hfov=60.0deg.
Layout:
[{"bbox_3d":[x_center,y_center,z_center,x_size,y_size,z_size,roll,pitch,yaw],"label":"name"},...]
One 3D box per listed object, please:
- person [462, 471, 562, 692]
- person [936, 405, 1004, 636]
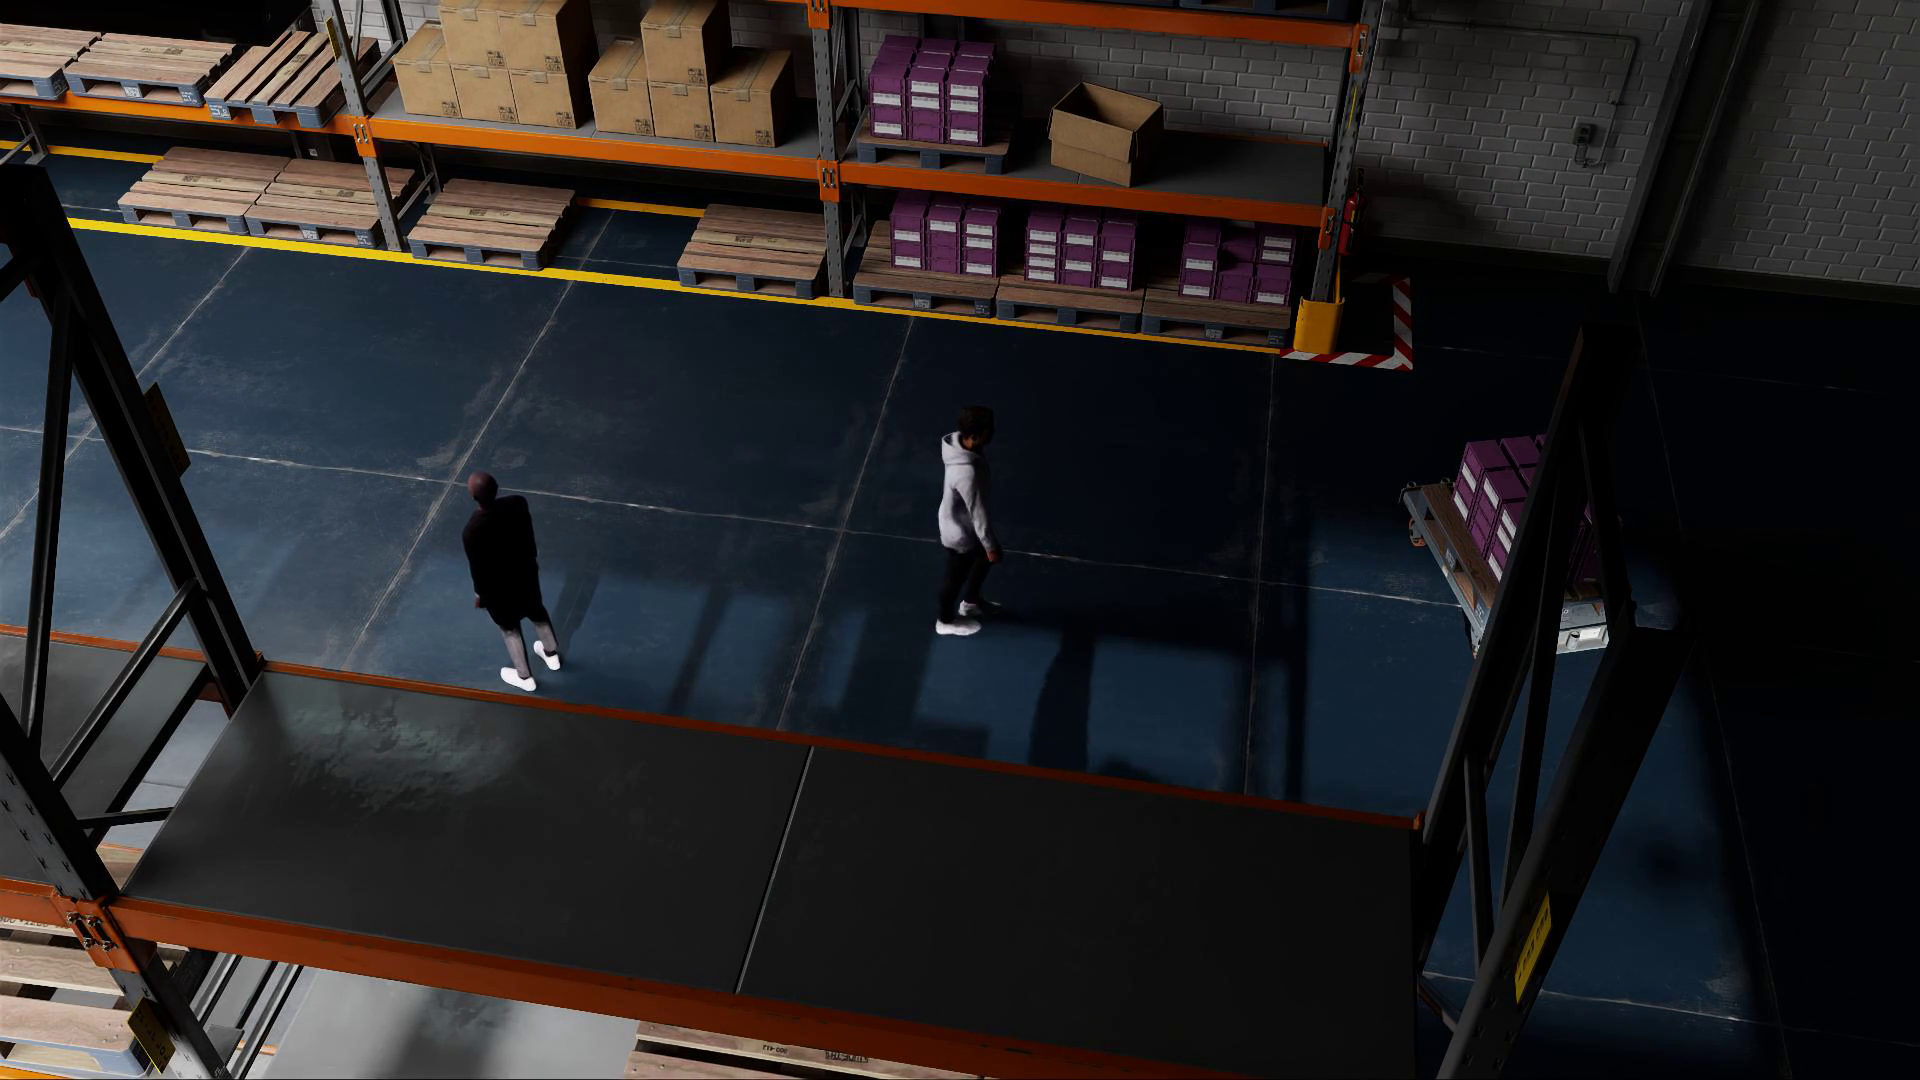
[{"bbox_3d":[-2.833,0.248,10.466,0.727,1.761,0.729,29,51,27],"label":"person"},{"bbox_3d":[-0.071,-0.082,10.705,0.732,1.908,0.725,1,44,1],"label":"person"}]
